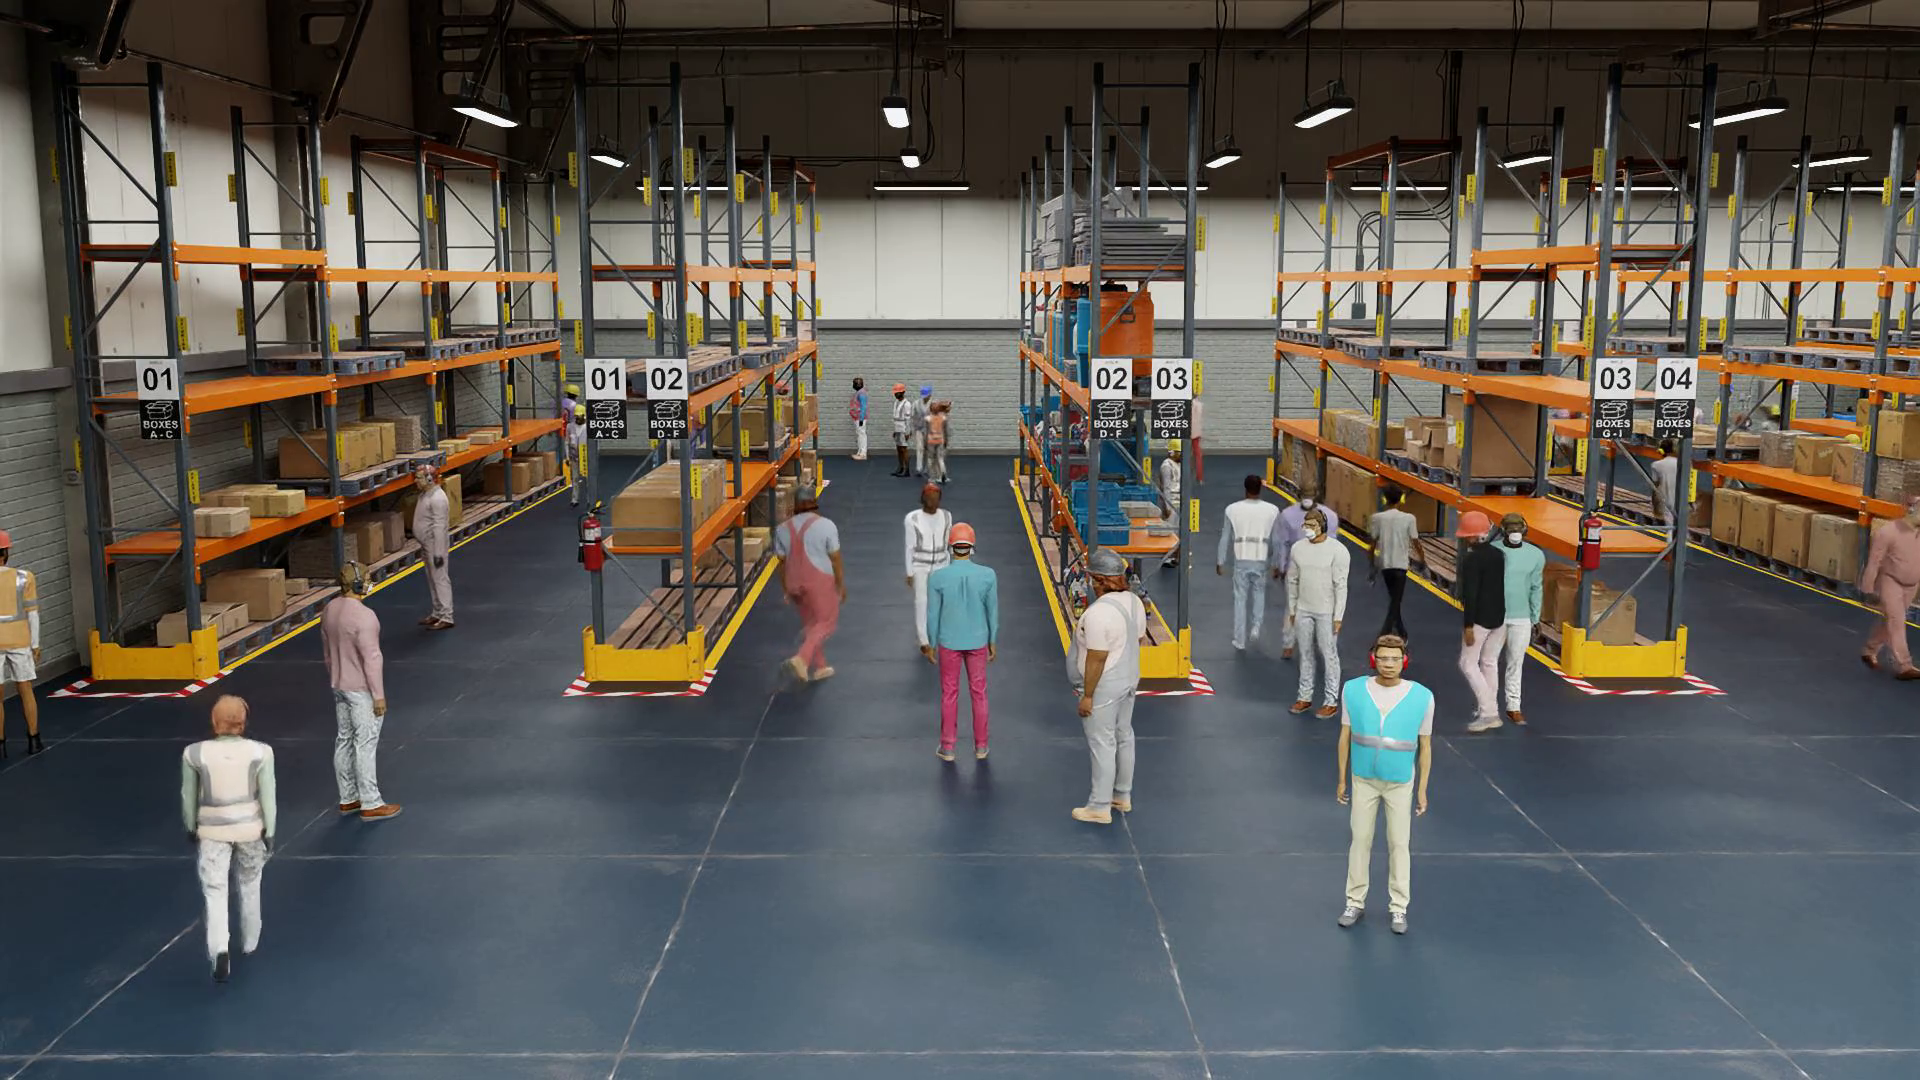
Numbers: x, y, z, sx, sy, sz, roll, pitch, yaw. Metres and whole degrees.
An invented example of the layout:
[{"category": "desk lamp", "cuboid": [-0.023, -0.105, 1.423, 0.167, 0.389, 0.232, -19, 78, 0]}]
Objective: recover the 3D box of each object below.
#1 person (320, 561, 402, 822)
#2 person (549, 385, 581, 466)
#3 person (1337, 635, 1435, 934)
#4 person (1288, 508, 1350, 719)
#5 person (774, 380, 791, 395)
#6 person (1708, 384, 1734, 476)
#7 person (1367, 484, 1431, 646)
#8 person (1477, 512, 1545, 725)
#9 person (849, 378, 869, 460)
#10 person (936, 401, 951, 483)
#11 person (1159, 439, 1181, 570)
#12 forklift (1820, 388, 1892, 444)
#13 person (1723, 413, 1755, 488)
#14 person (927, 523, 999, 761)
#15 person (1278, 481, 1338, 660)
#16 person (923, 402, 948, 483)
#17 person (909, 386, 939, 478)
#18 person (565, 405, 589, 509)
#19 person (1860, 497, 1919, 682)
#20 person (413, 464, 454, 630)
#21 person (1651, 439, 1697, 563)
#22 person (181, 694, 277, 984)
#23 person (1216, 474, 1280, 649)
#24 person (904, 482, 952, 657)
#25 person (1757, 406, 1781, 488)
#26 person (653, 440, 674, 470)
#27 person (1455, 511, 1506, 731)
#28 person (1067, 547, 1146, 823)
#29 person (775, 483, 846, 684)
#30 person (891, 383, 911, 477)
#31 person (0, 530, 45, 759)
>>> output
[{"category": "person", "cuboid": [-4.461, 1.111, 12.325, 0.628, 1.940, 0.373, 7, 11, 38]}, {"category": "person", "cuboid": [-8.100, -2.278, 34.390, 0.649, 1.855, 0.850, 7, 11, 36]}, {"category": "person", "cuboid": [2.606, 1.480, 10.231, 0.564, 1.850, 0.389, 3, 9, 21]}, {"category": "person", "cuboid": [3.269, 0.663, 15.243, 0.373, 1.933, 0.626, -8, 12, -43]}, {"category": "person", "cuboid": [-3.634, -2.262, 33.847, 0.402, 1.990, 0.625, -2, 9, -12]}, {"category": "person", "cuboid": [15.606, -2.270, 34.090, 0.417, 1.941, 0.607, 5, 10, 30]}, {"category": "person", "cuboid": [4.681, 0.317, 17.871, 0.627, 1.816, 0.968, 7, 11, 39]}, {"category": "person", "cuboid": [4.918, 0.704, 14.939, 0.627, 1.940, 0.370, 0, 9, 1]}, {"category": "person", "cuboid": [-2.262, -2.720, 37.279, 0.429, 1.841, 0.634, -2, 9, -11]}, {"category": "person", "cuboid": [-0.322, -1.955, 33.045, 0.318, 1.630, 0.513, 1, 9, 8]}, {"category": "person", "cuboid": [2.967, -0.508, 23.085, 0.403, 1.828, 0.597, 4, 10, 23]}, {"category": "forklift", "cuboid": [20.072, -3.110, 36.462, 1.873, 2.768, 1.129, 0, 9, 0]}, {"category": "person", "cuboid": [14.263, -1.533, 30.416, 0.500, 1.602, 0.810, -3, 9, -20]}, {"category": "person", "cuboid": [0.020, 0.846, 13.848, 0.612, 1.995, 0.376, -2, 9, -11]}, {"category": "person", "cuboid": [3.618, 0.336, 17.431, 0.627, 1.897, 0.938, 3, 9, 17]}, {"category": "person", "cuboid": [-0.477, -1.915, 32.811, 0.518, 1.625, 0.560, -3, 9, -17]}, {"category": "person", "cuboid": [-0.742, -2.222, 34.041, 0.672, 1.862, 1.033, 0, 9, 3]}, {"category": "person", "cuboid": [-6.640, -1.454, 29.163, 0.588, 1.834, 0.403, 0, 9, 3]}, {"category": "person", "cuboid": [9.455, 0.472, 16.756, 0.683, 1.855, 1.023, -2, 9, -14]}, {"category": "person", "cuboid": [-6.071, 0.074, 19.105, 0.398, 1.907, 0.646, -5, 10, -31]}, {"category": "person", "cuboid": [9.924, -0.509, 23.196, 0.589, 1.799, 0.962, 2, 9, 10]}, {"category": "person", "cuboid": [-4.196, 1.701, 9.579, 0.509, 1.608, 0.741, -4, 10, -24]}, {"category": "person", "cuboid": [3.148, 0.238, 18.103, 0.687, 1.890, 0.461, 0, 9, 1]}, {"category": "person", "cuboid": [-0.328, 0.313, 17.673, 0.575, 1.868, 0.410, -4, 10, -23]}, {"category": "person", "cuboid": [15.167, -1.665, 30.982, 0.484, 1.678, 0.918, -2, 9, -10]}, {"category": "person", "cuboid": [-4.866, -1.065, 27.278, 0.309, 1.641, 0.513, 4, 10, 22]}, {"category": "person", "cuboid": [4.702, 0.716, 14.798, 0.798, 1.973, 0.505, -8, 12, -41]}, {"category": "person", "cuboid": [1.045, 1.060, 12.326, 0.536, 2.000, 0.676, 6, 11, 34]}, {"category": "person", "cuboid": [-1.510, 0.420, 16.441, 0.718, 2.000, 0.764, 5, 10, 32]}, {"category": "person", "cuboid": [-1.215, -2.238, 33.919, 0.384, 1.929, 0.547, -5, 10, -29]}, {"category": "person", "cuboid": [-8.008, 0.865, 13.924, 0.546, 1.934, 0.376, -5, 10, -31]}]
